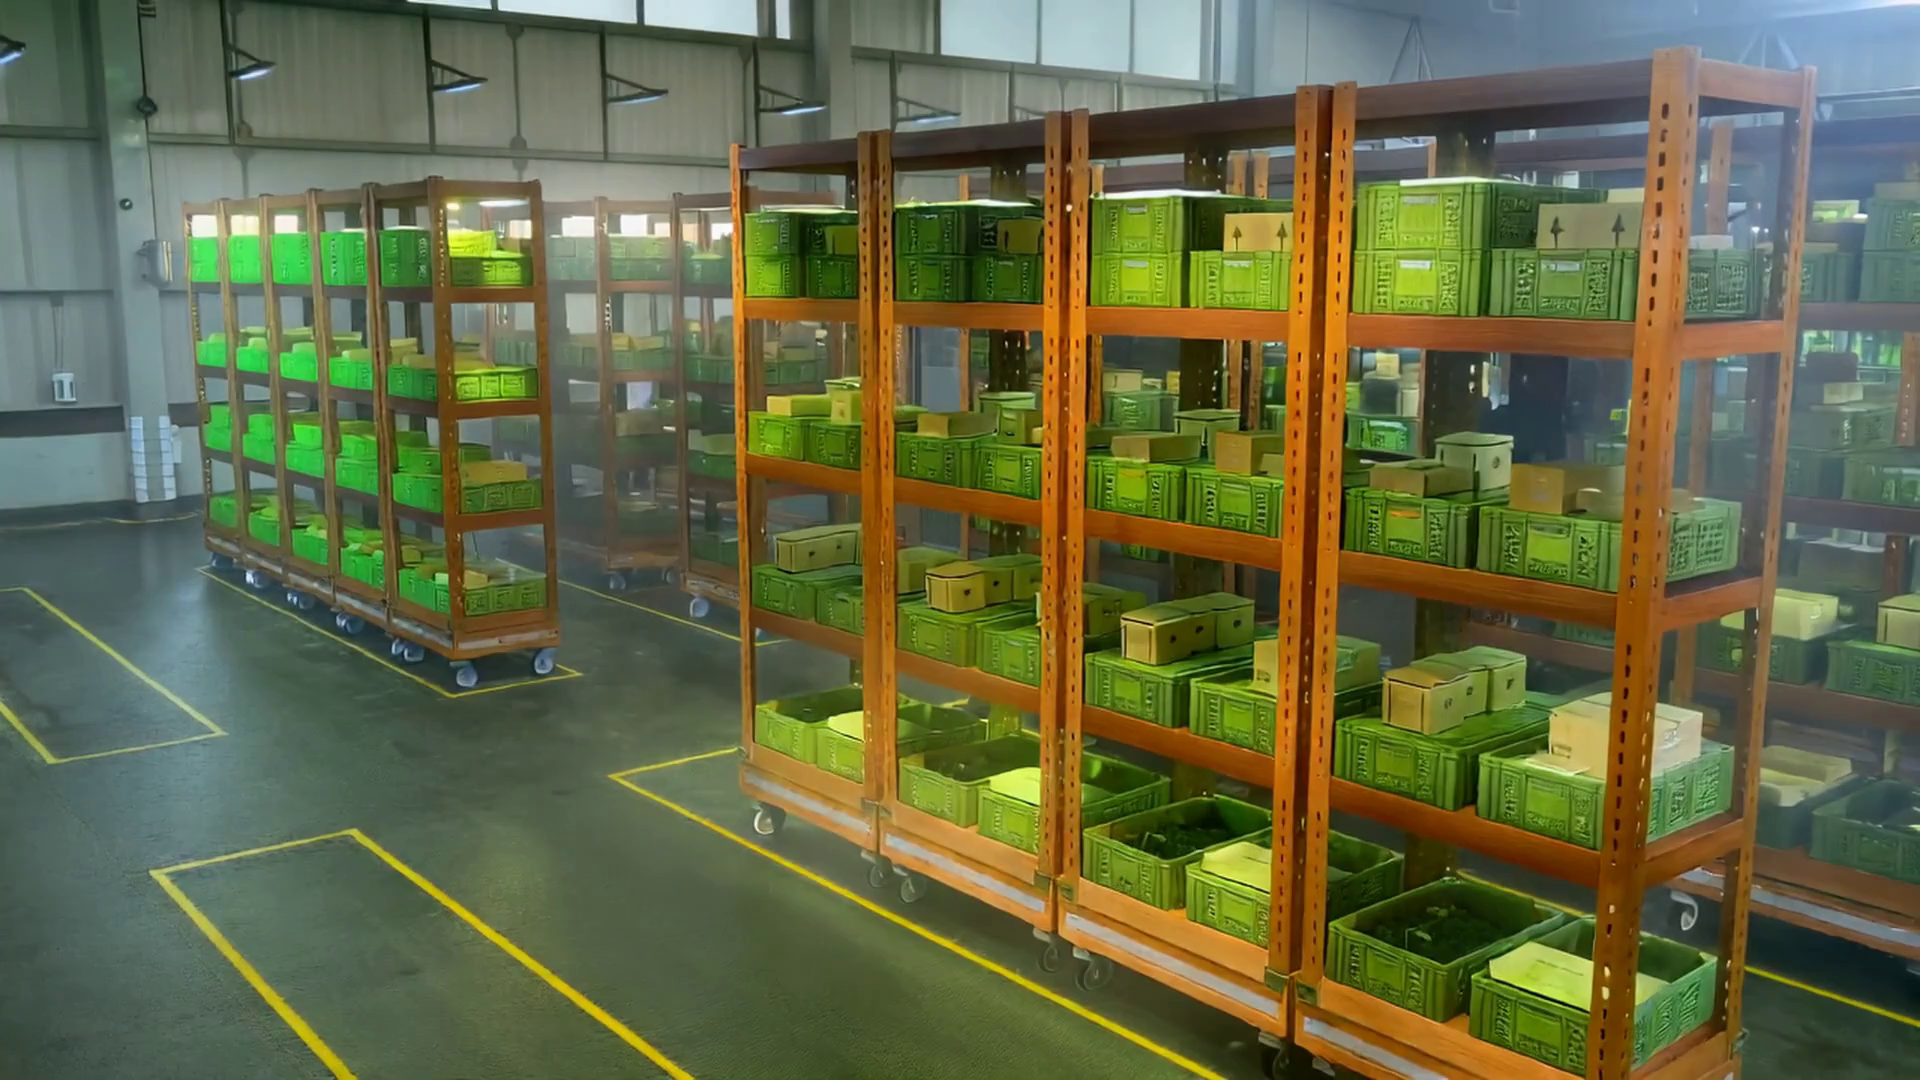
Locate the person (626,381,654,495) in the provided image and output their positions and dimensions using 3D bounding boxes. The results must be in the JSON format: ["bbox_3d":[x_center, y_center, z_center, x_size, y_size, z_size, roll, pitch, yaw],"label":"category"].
[{"bbox_3d":[-4.105,-1.488,21.721,0.497,1.820,0.598,-8,12,-39],"label":"person"}]
